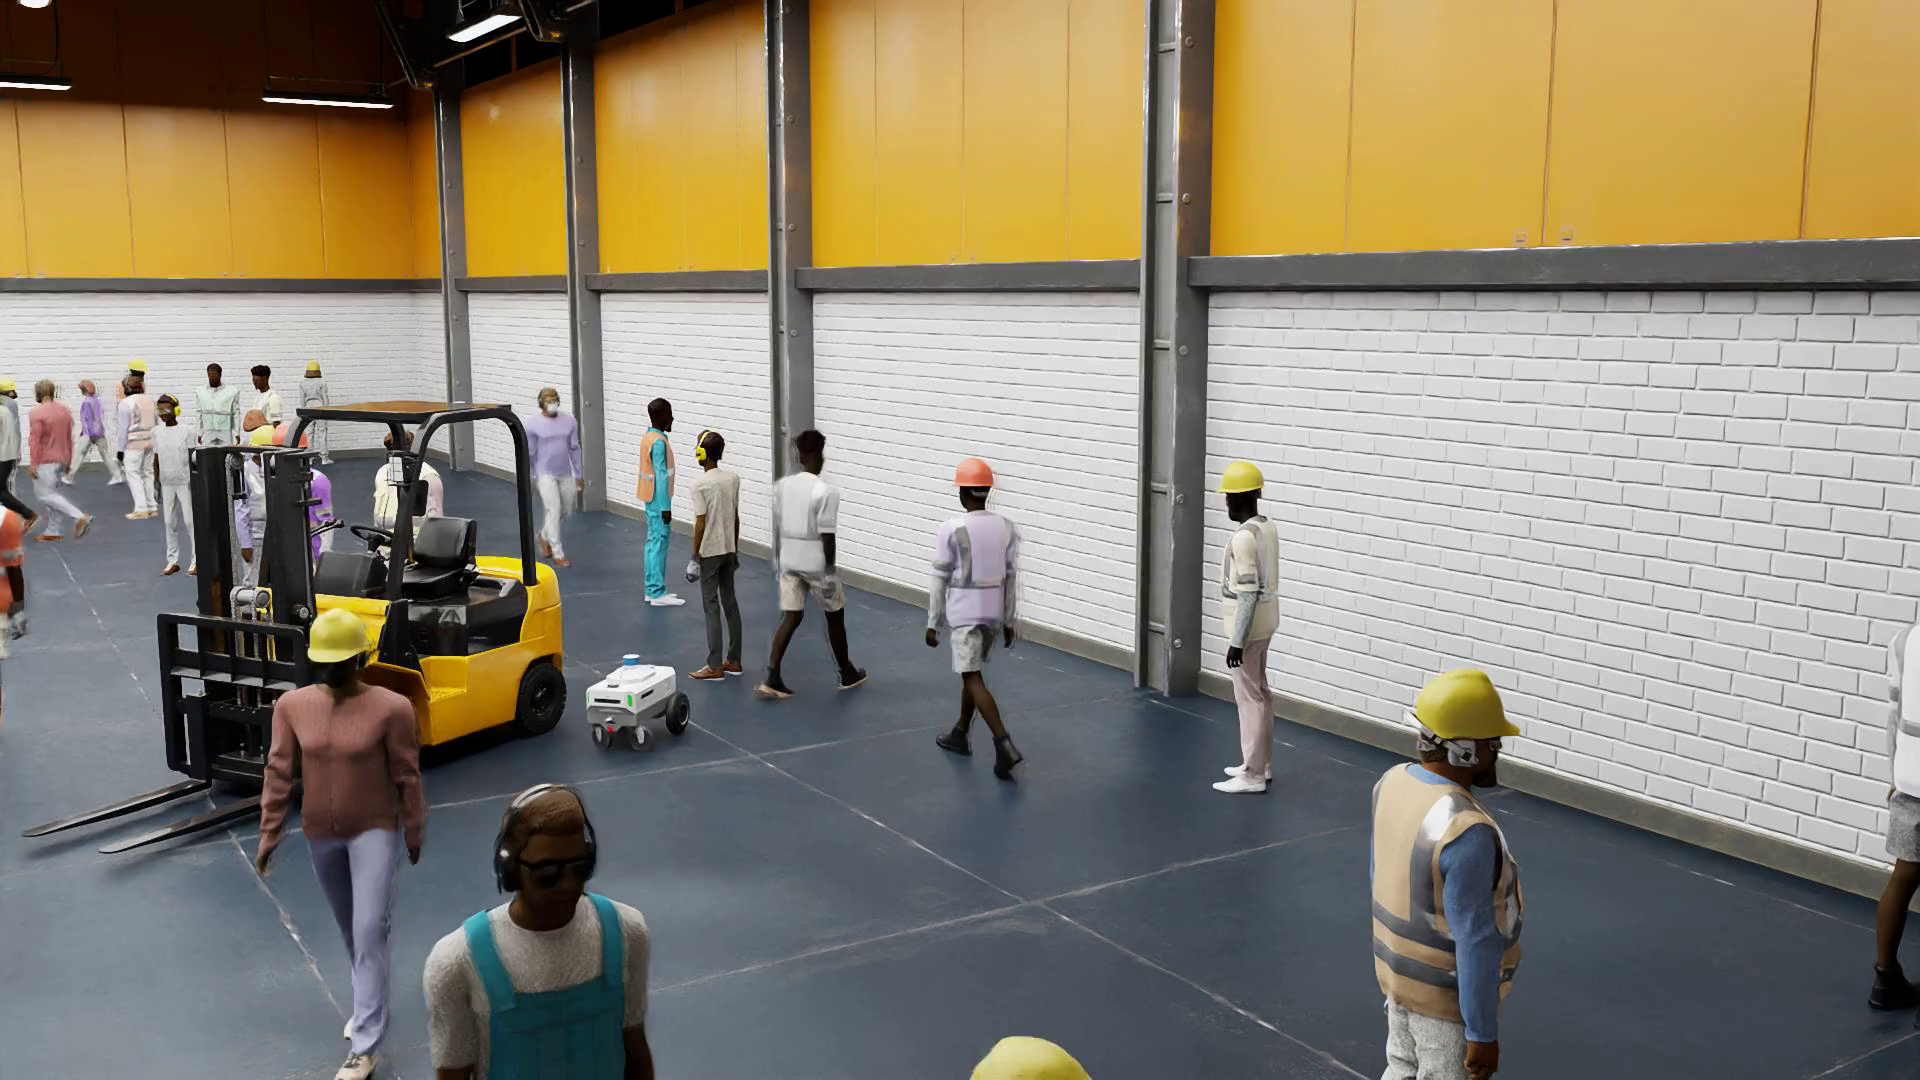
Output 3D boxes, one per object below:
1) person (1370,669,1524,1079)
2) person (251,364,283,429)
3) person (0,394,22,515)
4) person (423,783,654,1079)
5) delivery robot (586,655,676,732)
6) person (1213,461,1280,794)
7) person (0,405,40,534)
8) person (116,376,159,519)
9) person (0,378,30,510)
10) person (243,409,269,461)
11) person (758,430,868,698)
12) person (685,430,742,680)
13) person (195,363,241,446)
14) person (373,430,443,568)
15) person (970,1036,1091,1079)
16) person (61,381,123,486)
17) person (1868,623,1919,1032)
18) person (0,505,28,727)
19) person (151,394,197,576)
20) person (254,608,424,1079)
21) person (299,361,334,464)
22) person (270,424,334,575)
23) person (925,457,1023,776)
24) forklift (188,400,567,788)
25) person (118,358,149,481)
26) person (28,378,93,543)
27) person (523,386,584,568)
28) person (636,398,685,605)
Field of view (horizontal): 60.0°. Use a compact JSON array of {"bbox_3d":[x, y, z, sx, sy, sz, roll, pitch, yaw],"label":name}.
[{"bbox_3d":[1.392,1.266,4.766,0.404,1.830,0.602,-1,9,-10],"label":"person"},{"bbox_3d":[-9.095,-1.330,21.860,0.374,1.958,0.605,-8,12,-43],"label":"person"},{"bbox_3d":[-11.794,-1.082,20.279,0.636,1.931,0.377,-5,10,-30],"label":"person"},{"bbox_3d":[-0.909,1.426,3.689,0.501,1.839,0.344,-5,10,-33],"label":"person"},{"bbox_3d":[-2.105,0.980,10.669,0.477,0.478,0.707,2,9,15],"label":"delivery robot"},{"bbox_3d":[1.645,0.503,9.604,0.382,1.923,0.593,3,9,22],"label":"person"},{"bbox_3d":[-11.259,-0.942,19.647,0.524,1.844,0.606,-3,9,-20],"label":"person"},{"bbox_3d":[-10.531,-1.182,21.297,0.430,1.831,0.636,2,9,11],"label":"person"},{"bbox_3d":[-12.458,-1.233,21.827,0.303,1.772,0.530,-3,9,-20],"label":"person"},{"bbox_3d":[-7.567,-0.596,17.984,0.272,1.632,0.507,2,9,12],"label":"person"},{"bbox_3d":[-1.098,0.171,11.910,0.638,1.921,0.895,6,10,36],"label":"person"},{"bbox_3d":[-1.843,0.117,12.400,0.323,1.868,0.544,6,10,34],"label":"person"},{"bbox_3d":[-10.335,-1.507,23.196,0.587,1.913,0.393,-1,8,-6],"label":"person"},{"bbox_3d":[-4.289,0.061,12.861,0.633,1.842,0.429,4,9,27],"label":"person"},{"bbox_3d":[0.131,1.655,2.547,0.361,1.721,0.615,0,8,-3],"label":"person"},{"bbox_3d":[-13.031,-1.589,24.863,0.924,1.578,0.505,0,8,-3],"label":"person"},{"bbox_3d":[3.896,0.964,6.534,0.412,1.921,0.541,-3,9,-17],"label":"person"},{"bbox_3d":[-6.097,0.392,10.304,0.608,1.946,0.755,-2,9,-11],"label":"person"},{"bbox_3d":[-7.993,-0.555,16.959,0.505,1.864,0.331,1,8,6],"label":"person"},{"bbox_3d":[-2.303,1.115,6.159,0.546,1.728,0.875,1,8,4],"label":"person"},{"bbox_3d":[-10.858,-2.141,28.035,0.485,1.744,0.294,0,8,2],"label":"person"},{"bbox_3d":[-4.866,0.108,12.244,0.544,1.933,0.376,4,9,25],"label":"person"},{"bbox_3d":[0.114,0.450,10.059,0.561,1.900,0.951,-6,10,-33],"label":"person"},{"bbox_3d":[-3.529,0.258,10.348,1.214,2.155,2.313,4,9,25],"label":"forklift"},{"bbox_3d":[-12.490,-1.797,25.171,0.512,1.903,0.631,1,9,8],"label":"person"},{"bbox_3d":[-10.356,-0.896,19.065,0.672,1.913,0.633,0,8,2],"label":"person"},{"bbox_3d":[-4.345,-0.682,17.635,0.633,1.917,0.781,-8,12,-43],"label":"person"},{"bbox_3d":[-2.795,-0.355,15.401,0.379,1.918,0.597,-3,9,-20],"label":"person"}]
